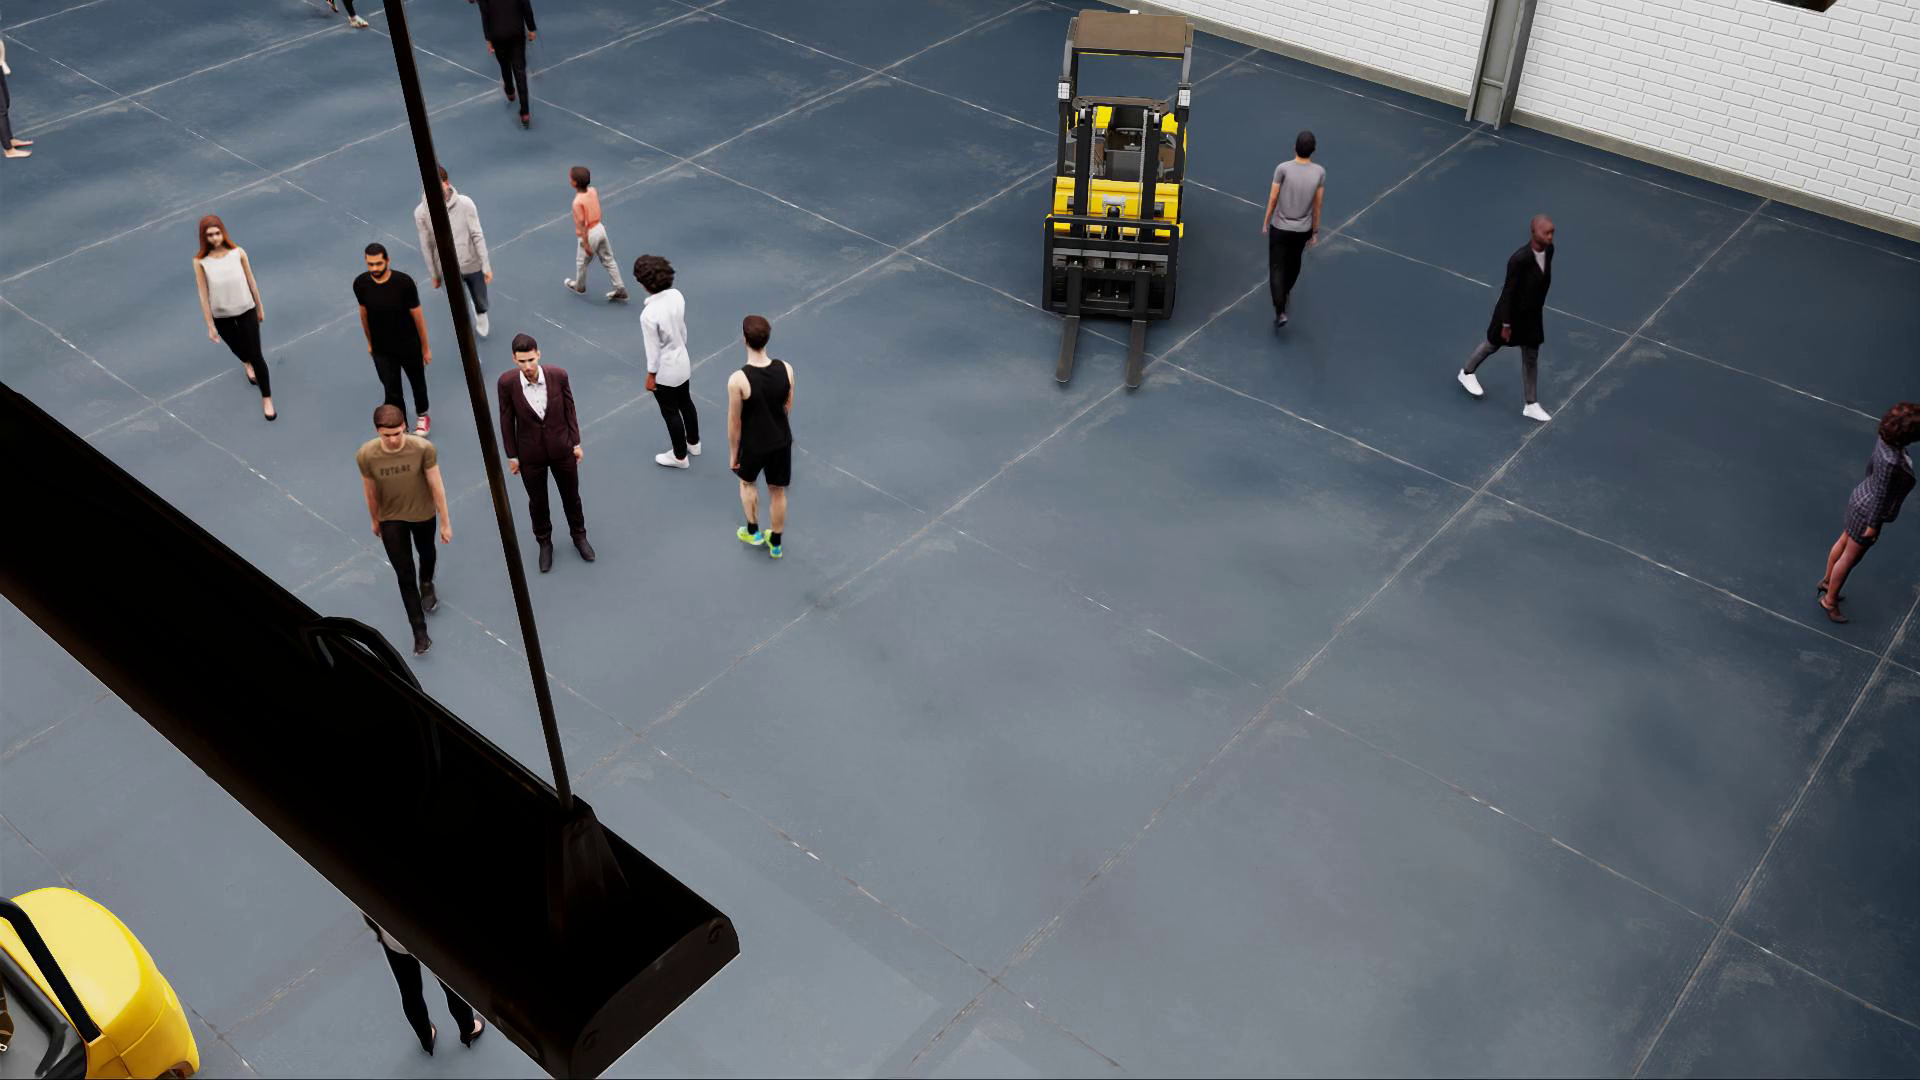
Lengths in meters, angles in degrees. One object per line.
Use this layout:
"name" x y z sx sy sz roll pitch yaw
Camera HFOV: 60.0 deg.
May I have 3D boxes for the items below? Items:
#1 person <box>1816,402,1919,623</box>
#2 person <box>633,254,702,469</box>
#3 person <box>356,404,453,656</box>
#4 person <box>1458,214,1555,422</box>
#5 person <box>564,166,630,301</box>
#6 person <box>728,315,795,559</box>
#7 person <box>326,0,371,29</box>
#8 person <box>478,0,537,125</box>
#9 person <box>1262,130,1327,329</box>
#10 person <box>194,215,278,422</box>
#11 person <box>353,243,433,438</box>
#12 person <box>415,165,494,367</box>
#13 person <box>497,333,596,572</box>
"person" 6.182 -0.199 11.330 0.650 1.701 0.678 14 41 17
"person" -2.225 -1.358 12.697 0.626 1.807 0.684 17 42 20
"person" -3.727 -0.209 11.256 1.069 1.809 1.284 -11 40 -14
"person" 4.413 -1.845 13.382 0.945 1.712 1.251 -19 42 -22
"person" -3.221 -2.696 14.791 0.907 1.284 0.577 20 43 23
"person" -1.349 -0.650 11.759 0.828 1.871 0.844 -18 42 -22
"person" -7.499 -7.023 19.804 1.025 1.789 0.771 18 42 21
"person" -4.778 -5.331 17.657 1.108 1.824 1.345 -14 41 -17
"person" 2.873 -2.669 14.395 1.094 1.736 1.136 -3 39 -3
"person" -5.871 -1.852 13.414 0.937 1.684 1.182 -14 41 -17
"person" -4.394 -1.583 13.031 0.934 1.741 1.003 -5 39 -6
"person" -4.161 -2.314 13.873 1.060 1.833 1.204 -9 40 -11
"person" -2.936 -0.648 11.761 0.784 1.865 0.778 -13 41 -16
